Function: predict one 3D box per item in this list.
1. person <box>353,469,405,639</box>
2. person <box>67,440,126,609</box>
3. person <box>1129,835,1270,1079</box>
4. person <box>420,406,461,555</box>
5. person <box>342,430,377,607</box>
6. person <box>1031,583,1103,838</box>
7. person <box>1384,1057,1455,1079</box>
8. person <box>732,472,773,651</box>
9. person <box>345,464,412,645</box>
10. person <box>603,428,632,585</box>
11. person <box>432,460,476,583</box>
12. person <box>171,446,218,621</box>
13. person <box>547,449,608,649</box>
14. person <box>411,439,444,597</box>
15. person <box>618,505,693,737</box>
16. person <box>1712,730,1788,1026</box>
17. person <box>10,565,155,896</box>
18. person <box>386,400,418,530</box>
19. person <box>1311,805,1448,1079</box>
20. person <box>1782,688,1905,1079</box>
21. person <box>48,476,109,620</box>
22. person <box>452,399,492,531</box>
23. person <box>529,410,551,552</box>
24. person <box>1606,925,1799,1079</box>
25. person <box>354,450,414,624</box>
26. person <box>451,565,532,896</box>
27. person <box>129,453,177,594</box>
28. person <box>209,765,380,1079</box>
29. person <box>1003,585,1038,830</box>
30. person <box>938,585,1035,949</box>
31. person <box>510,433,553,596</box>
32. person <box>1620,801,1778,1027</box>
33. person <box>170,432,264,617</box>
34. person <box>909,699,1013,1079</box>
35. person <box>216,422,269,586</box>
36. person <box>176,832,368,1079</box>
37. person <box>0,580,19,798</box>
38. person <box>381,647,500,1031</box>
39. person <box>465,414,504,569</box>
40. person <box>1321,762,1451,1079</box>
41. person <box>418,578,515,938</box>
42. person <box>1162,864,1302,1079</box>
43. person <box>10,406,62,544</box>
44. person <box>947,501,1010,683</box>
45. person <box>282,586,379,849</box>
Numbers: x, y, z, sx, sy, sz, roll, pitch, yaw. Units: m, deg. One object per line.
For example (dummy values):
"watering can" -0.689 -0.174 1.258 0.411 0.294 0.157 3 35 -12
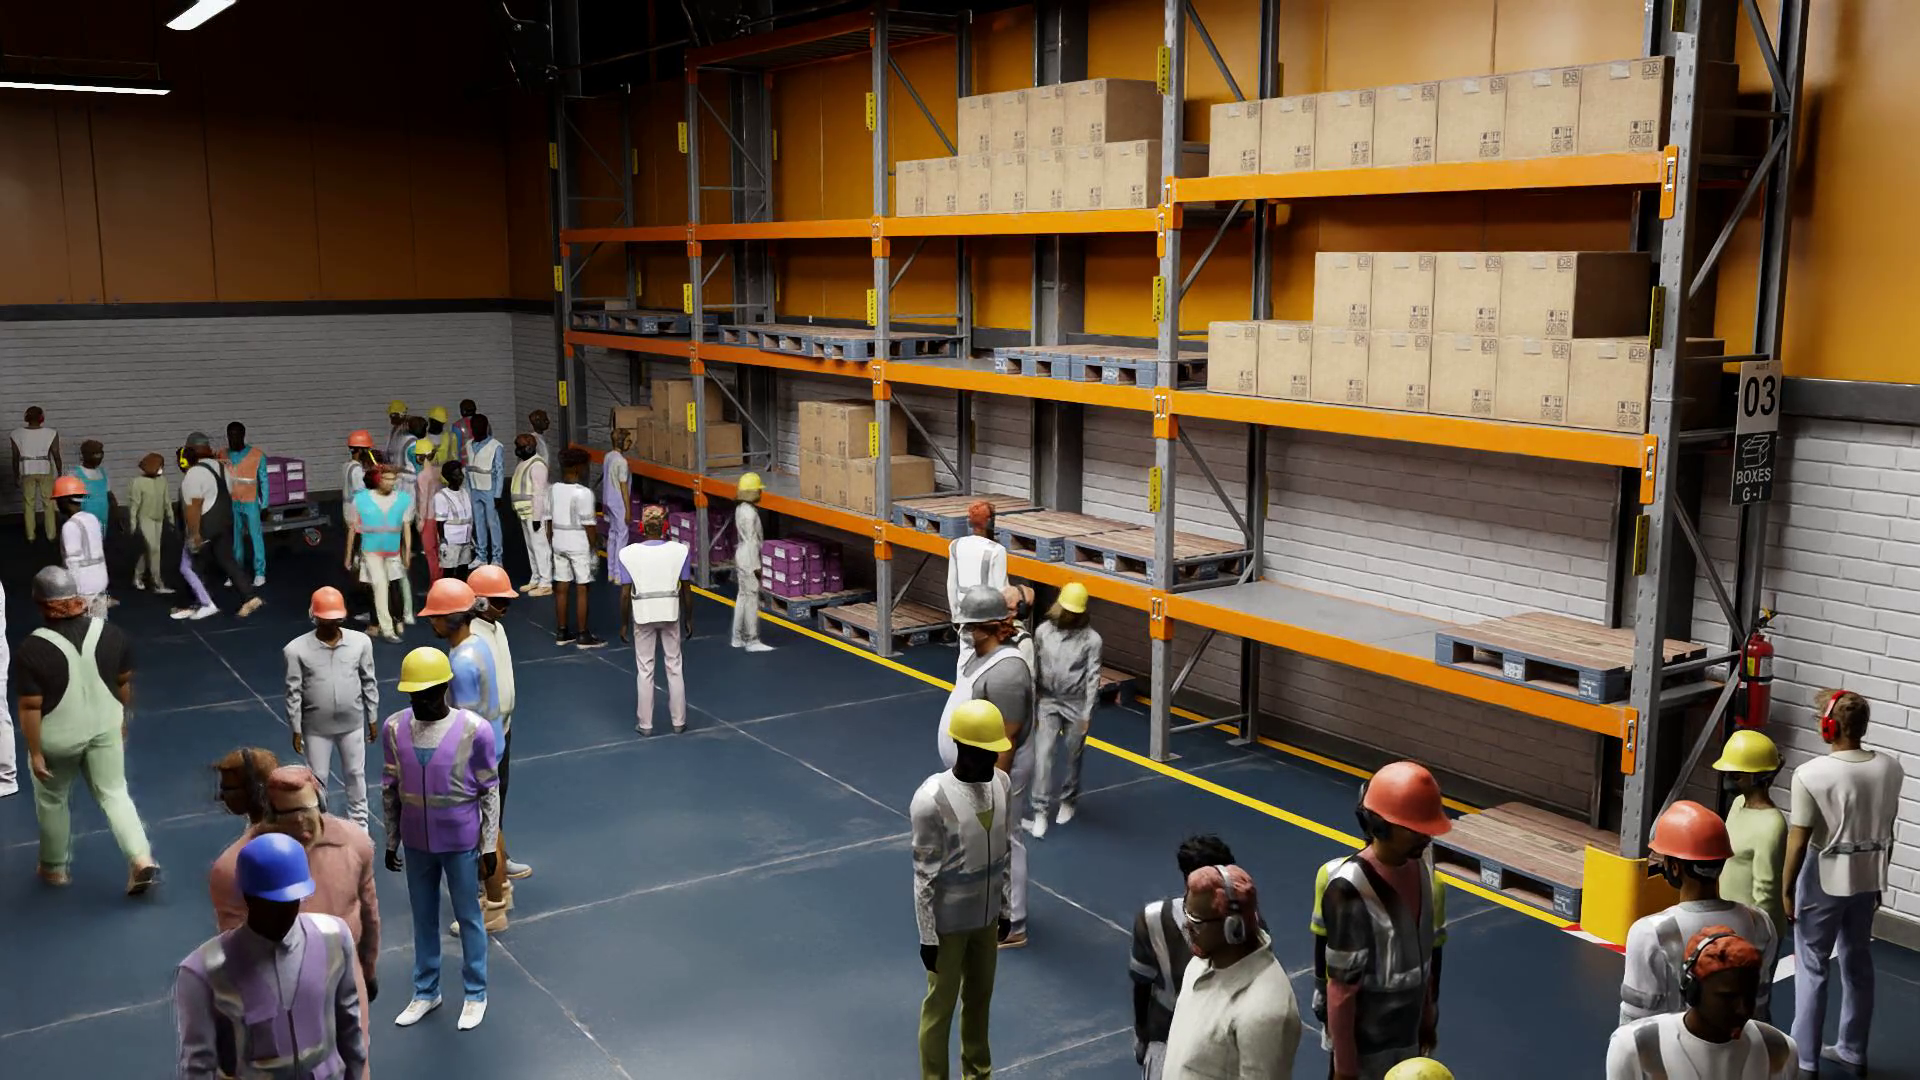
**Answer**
"person" -5.808 0.135 16.631 0.540 1.696 0.317 -8 12 -39
"person" -9.315 -0.169 18.043 0.736 1.820 0.528 3 10 17
"person" 0.903 1.916 6.243 0.537 1.672 0.550 1 10 4
"person" -6.706 -0.758 21.273 0.631 1.904 0.412 -5 11 -28
"person" -6.510 -0.234 18.114 0.387 1.931 0.543 -6 11 -31
"person" 0.679 1.103 10.927 0.510 1.695 0.765 3 10 17
"person" 1.172 2.201 4.405 0.320 1.737 0.483 -4 10 -22
"person" -2.032 0.214 16.075 0.345 1.752 0.488 -3 10 -18
"person" -5.796 0.109 16.562 0.613 1.786 0.919 -8 12 -38
"person" -3.953 -0.388 19.309 0.349 1.836 0.517 -7 12 -35
"person" -5.265 0.006 17.379 0.315 1.700 0.541 4 10 21
"person" -8.067 -0.066 17.430 0.581 1.839 0.534 2 10 9
"person" -3.758 0.084 16.219 0.698 1.944 0.364 6 12 33
"person" -5.976 -0.248 18.678 0.312 1.767 0.533 1 10 4
"person" -2.403 0.649 13.181 0.572 1.843 0.373 -3 10 -18
"person" 3.437 1.694 7.307 0.339 1.759 0.527 2 10 11
"person" -5.229 1.112 9.890 0.938 2.000 0.689 8 13 39
"person" -7.775 -1.046 23.199 0.403 1.825 0.593 -7 12 -36
"person" 1.680 1.828 6.720 0.536 1.691 0.320 3 10 16
"person" 4.035 1.598 7.640 0.563 1.837 0.386 -2 10 -14
"person" -7.607 0.404 14.403 0.426 1.923 0.566 -1 10 -4
"person" -6.805 -1.041 23.151 0.431 1.837 0.636 7 12 36
"person" -5.387 -0.751 21.395 0.334 1.846 0.513 -1 10 -5
"person" 2.173 2.043 4.930 0.584 1.879 0.366 0 10 -2
"person" -6.008 -0.033 17.212 0.748 1.827 0.697 2 10 14
"person" -2.816 1.130 9.958 0.405 1.986 0.618 1 10 6
"person" -9.225 -0.201 18.911 0.740 1.591 0.536 3 10 15
"person" -2.585 1.775 6.578 0.638 1.849 1.056 -6 12 -33
"person" 0.356 1.111 11.118 0.314 1.630 0.509 -4 10 -21
"person" 0.146 1.227 9.218 0.537 2.000 0.691 -1 10 -6
"person" -4.831 -0.287 18.731 0.431 1.836 0.624 -6 11 -30
"person" 2.533 1.860 5.838 0.543 1.929 0.386 -2 10 -10
"person" -7.875 -0.189 17.527 0.982 2.000 0.701 2 10 10
"person" 0.042 1.623 7.257 0.395 1.918 0.585 9 13 43
"person" -8.288 -0.420 19.241 0.597 1.916 0.371 0 10 2
"person" -2.267 1.905 5.545 0.632 1.943 0.423 -9 13 -44
"person" -6.892 0.877 11.677 0.400 1.905 0.643 -6 11 -31
"person" -2.562 1.461 8.175 0.595 1.925 0.375 2 10 9
"person" -5.780 -0.588 20.231 0.591 1.920 0.393 5 11 29
"person" 1.557 1.775 6.043 0.410 2.031 0.613 9 13 44
"person" -2.777 1.212 9.345 0.422 2.033 0.608 -2 10 -9
"person" 0.845 1.957 5.369 0.400 1.896 0.648 -1 10 -7
"person" -12.220 -0.852 22.041 0.578 1.830 0.407 -4 10 -22
"person" 0.167 0.623 13.224 0.615 1.881 0.338 8 12 39
"person" -3.971 1.147 10.557 0.566 1.744 0.350 -6 12 -33
